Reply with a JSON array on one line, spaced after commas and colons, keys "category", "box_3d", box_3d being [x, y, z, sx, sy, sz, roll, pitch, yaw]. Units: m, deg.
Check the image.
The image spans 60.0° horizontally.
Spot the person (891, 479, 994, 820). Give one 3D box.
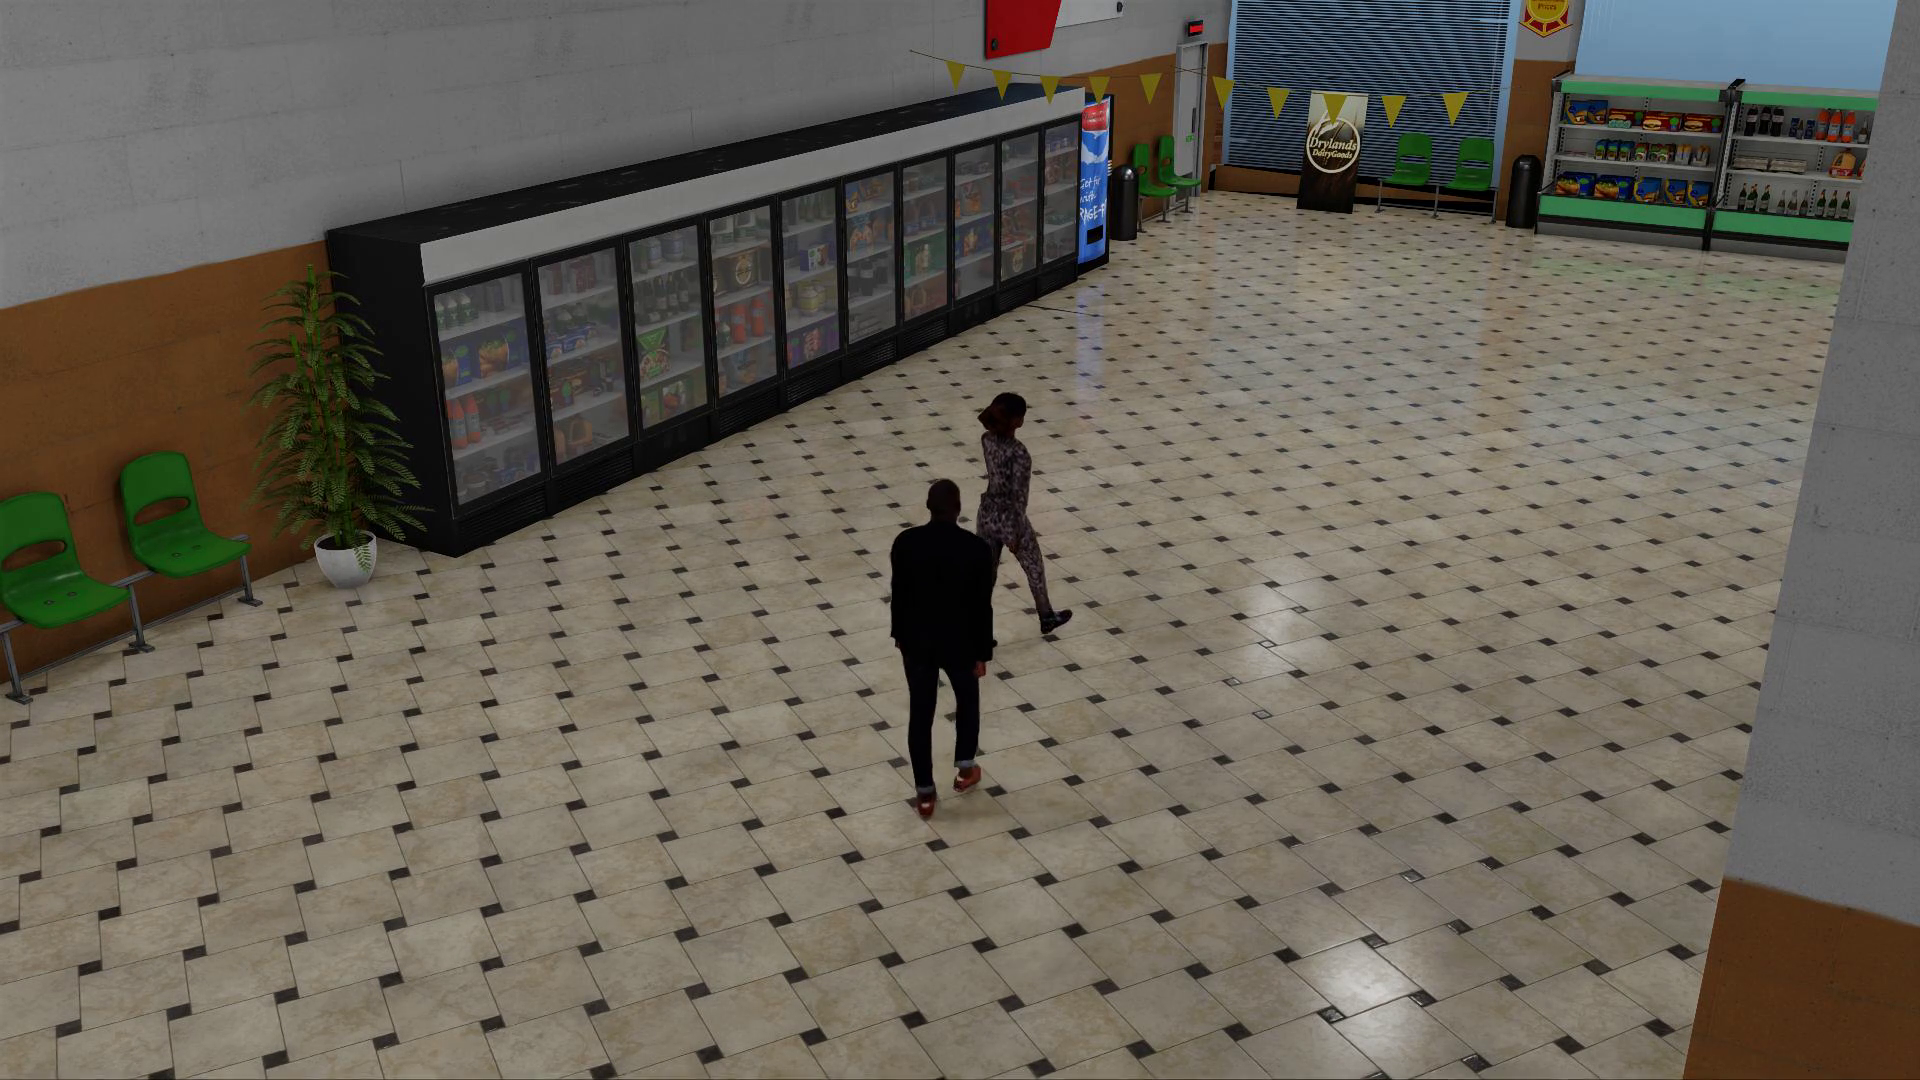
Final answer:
[{"category": "person", "box_3d": [-0.126, 0.596, 8.517, 0.830, 1.801, 0.914, 2, 22, 5]}]

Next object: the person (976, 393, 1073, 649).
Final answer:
[{"category": "person", "box_3d": [0.201, -0.065, 10.322, 0.878, 1.682, 1.043, -18, 28, -38]}]
